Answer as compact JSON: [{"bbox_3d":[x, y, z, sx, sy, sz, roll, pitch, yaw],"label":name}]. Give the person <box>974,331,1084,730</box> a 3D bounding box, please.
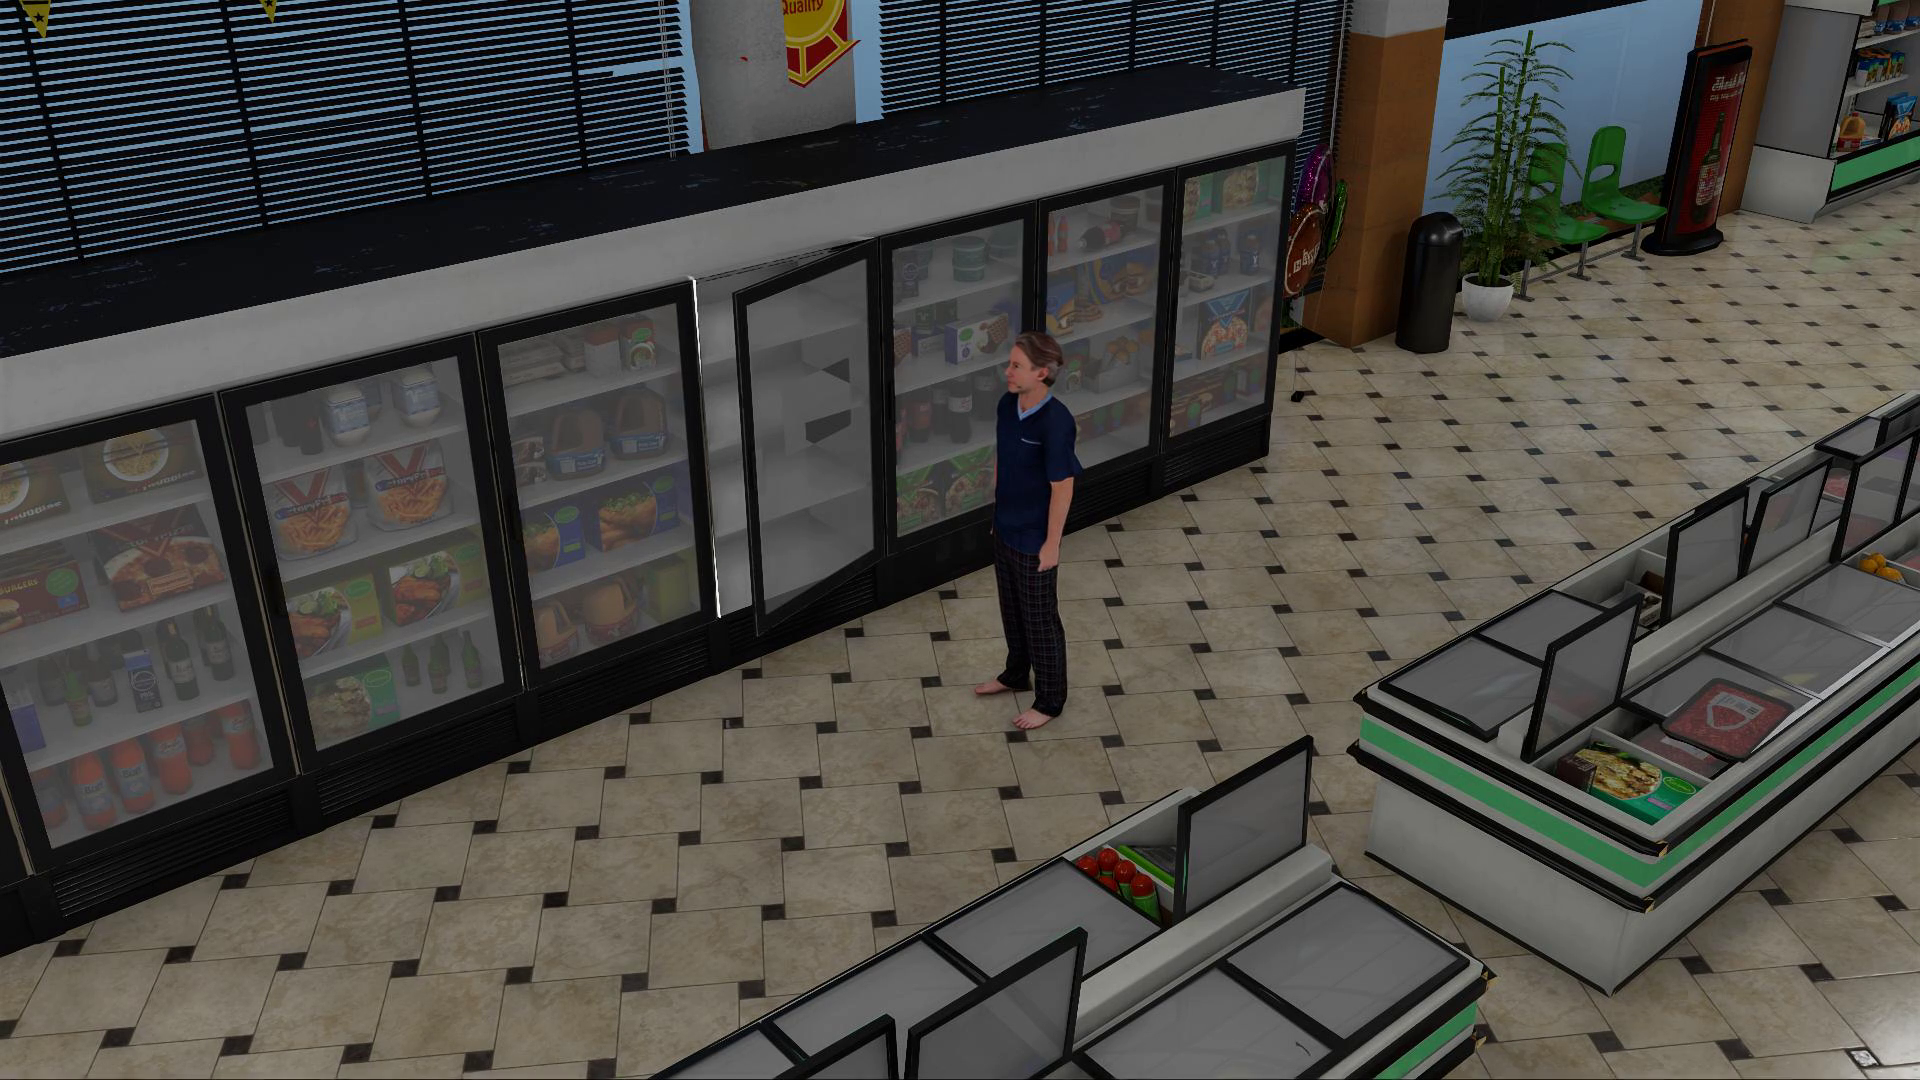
[{"bbox_3d":[0.311,-0.049,7.495,0.589,1.872,0.691,-15,31,-28],"label":"person"}]
